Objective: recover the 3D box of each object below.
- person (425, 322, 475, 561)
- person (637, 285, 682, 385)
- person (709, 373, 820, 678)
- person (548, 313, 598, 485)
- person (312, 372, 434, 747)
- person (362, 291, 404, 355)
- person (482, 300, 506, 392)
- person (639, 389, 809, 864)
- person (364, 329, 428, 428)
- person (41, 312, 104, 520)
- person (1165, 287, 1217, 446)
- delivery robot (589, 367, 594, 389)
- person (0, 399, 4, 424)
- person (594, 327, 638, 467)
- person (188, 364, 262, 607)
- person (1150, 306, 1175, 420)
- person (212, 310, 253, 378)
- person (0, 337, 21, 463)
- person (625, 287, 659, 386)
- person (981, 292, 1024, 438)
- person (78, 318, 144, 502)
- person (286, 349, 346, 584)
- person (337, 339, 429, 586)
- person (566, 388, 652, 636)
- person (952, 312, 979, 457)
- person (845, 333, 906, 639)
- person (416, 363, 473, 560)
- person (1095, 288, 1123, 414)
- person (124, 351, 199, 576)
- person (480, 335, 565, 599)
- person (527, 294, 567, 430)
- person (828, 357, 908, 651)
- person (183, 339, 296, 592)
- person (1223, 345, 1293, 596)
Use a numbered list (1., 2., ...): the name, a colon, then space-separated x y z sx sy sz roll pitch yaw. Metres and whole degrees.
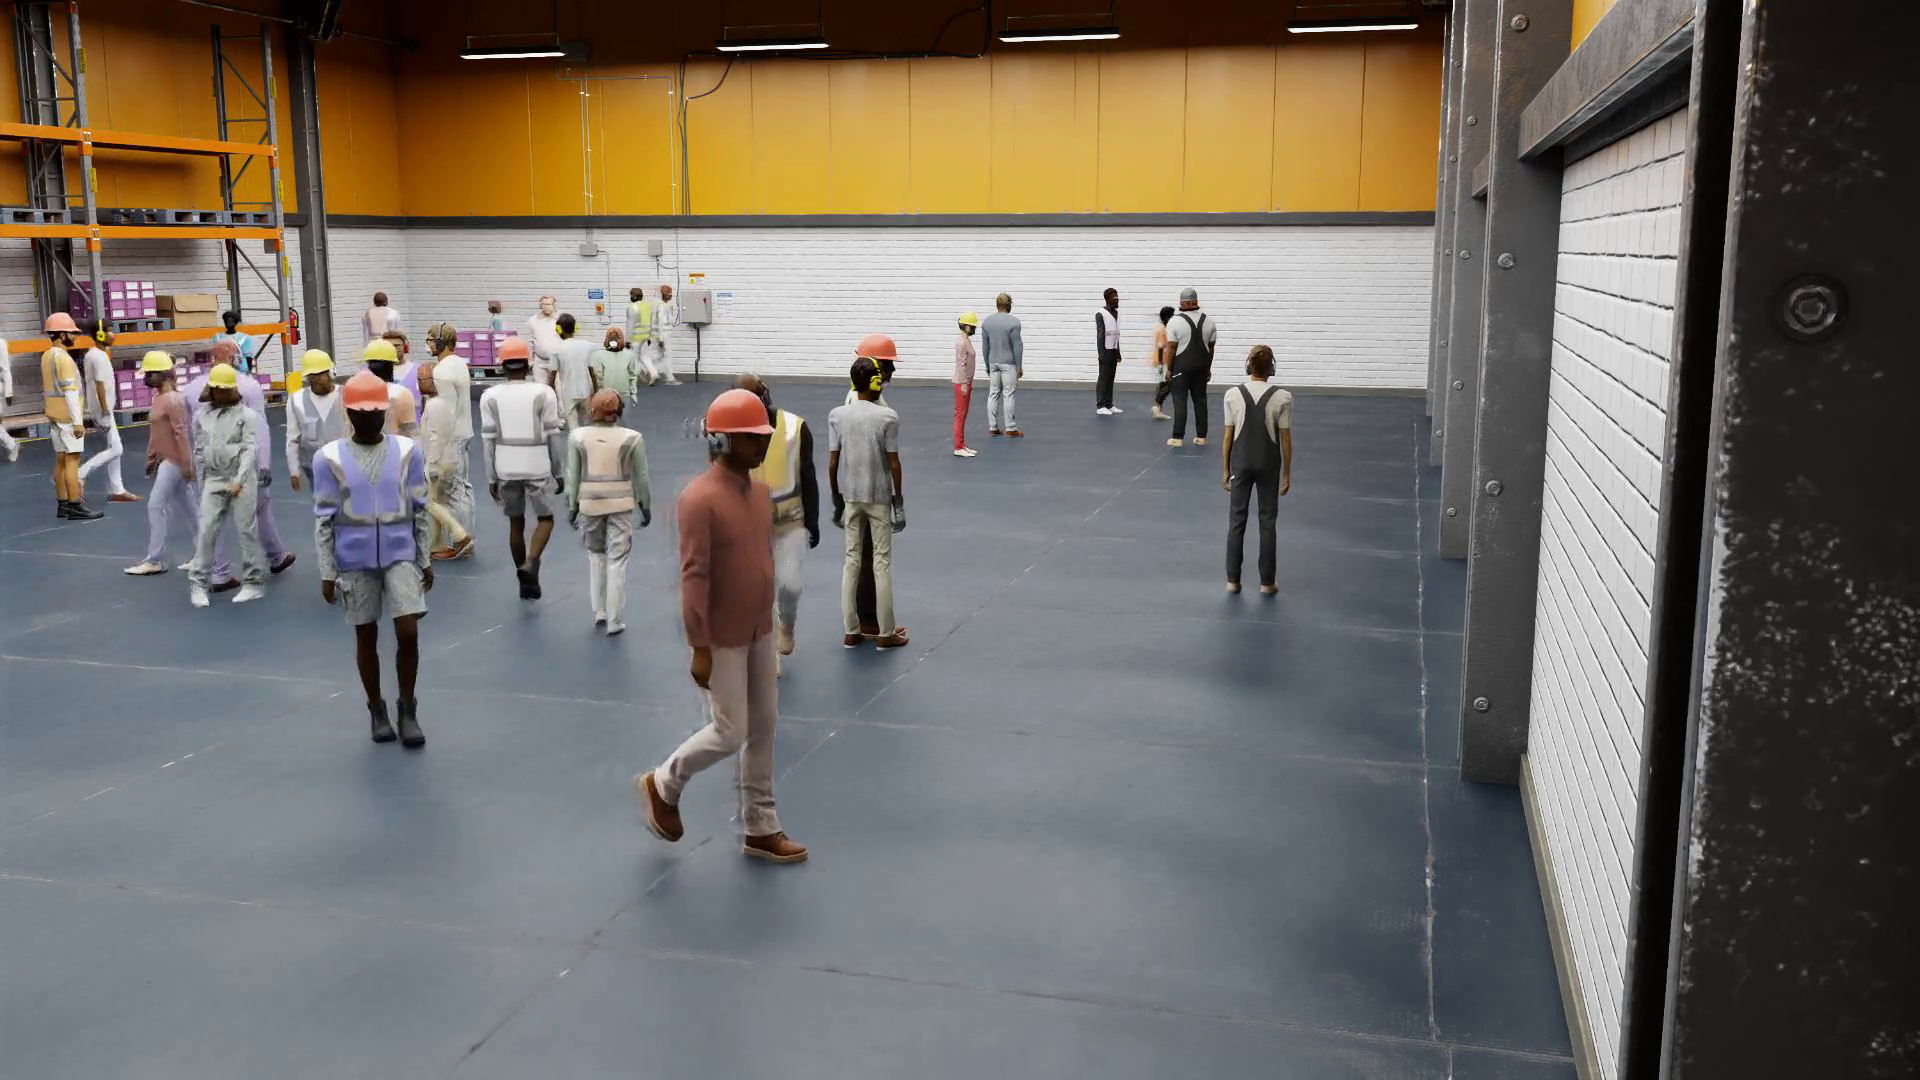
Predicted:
1. person: -4.164 -0.800 13.569 0.363 1.939 0.636 -1 10 -5
2. person: -5.537 -3.748 30.511 0.776 1.859 0.634 -2 10 -10
3. person: -1.160 -0.095 9.917 0.650 1.823 0.533 -1 10 -8
4. person: -4.176 -1.508 17.861 0.538 1.835 0.777 -8 13 -37
5. person: -2.944 0.118 8.410 0.570 1.919 0.650 -5 11 -24
6. person: -9.379 -3.120 27.026 0.627 1.826 0.711 0 10 0
7. person: -8.090 -3.419 29.293 0.650 1.617 0.524 -2 10 -11
8. person: -0.971 0.361 6.869 0.647 1.981 0.628 5 11 26
9. person: -4.883 -0.916 14.497 0.570 1.840 0.372 -2 10 -13
10. person: -8.343 -1.154 15.581 0.554 1.936 0.366 9 14 42
11. person: 2.911 -2.226 21.358 0.684 2.000 0.535 -4 11 -19
12. delivery robot: -6.293 -2.809 28.594 0.707 0.478 0.477 1 10 4
13. person: -9.753 -1.287 16.365 0.558 1.919 0.445 -4 11 -23
14. person: -3.961 -1.636 19.168 0.502 1.631 0.285 -5 11 -26
15. person: -5.265 -0.389 11.857 0.540 1.714 0.445 0 10 1
16. person: 3.009 -2.586 24.393 0.366 1.685 0.534 2 10 9
17. person: -9.897 -2.291 22.690 0.547 1.686 0.478 -1 10 -3
18. person: -11.165 -1.742 19.159 0.579 1.856 0.842 2 10 10
19. person: -5.777 -3.624 29.880 0.631 1.824 0.649 5 11 27
20. person: 0.579 -2.334 22.252 0.627 1.941 0.371 7 12 36
21. person: -8.531 -1.264 16.464 0.618 1.850 0.507 -6 12 -32
22. person: -4.881 -0.598 12.885 0.603 1.784 0.924 -2 10 -13
23. person: -4.277 -0.520 12.188 0.593 1.888 0.941 5 11 24
24. person: -2.319 -0.198 11.066 0.545 1.614 0.630 0 10 0
25. person: 0.075 -1.898 20.297 0.327 1.761 0.522 1 10 7
26. person: -0.568 -0.353 10.885 0.391 1.989 0.621 -3 11 -18
27. person: -4.242 -0.617 13.419 0.453 1.625 0.520 -2 10 -9
28. person: 2.268 -2.874 25.433 0.388 1.898 0.594 7 12 33
29. person: -6.258 -0.594 12.953 0.784 1.731 0.542 -7 12 -34
30. person: -3.136 -0.498 11.901 0.566 1.922 0.655 0 10 -2
31. person: -5.711 -2.474 23.179 0.645 1.897 0.406 0 10 1
32. person: -0.582 -0.224 10.545 0.517 1.857 0.328 4 11 20
33. person: -5.456 -0.583 12.593 0.696 1.842 0.984 0 10 3
34. person: 2.175 -0.505 12.191 0.506 1.841 0.334 3 10 17
